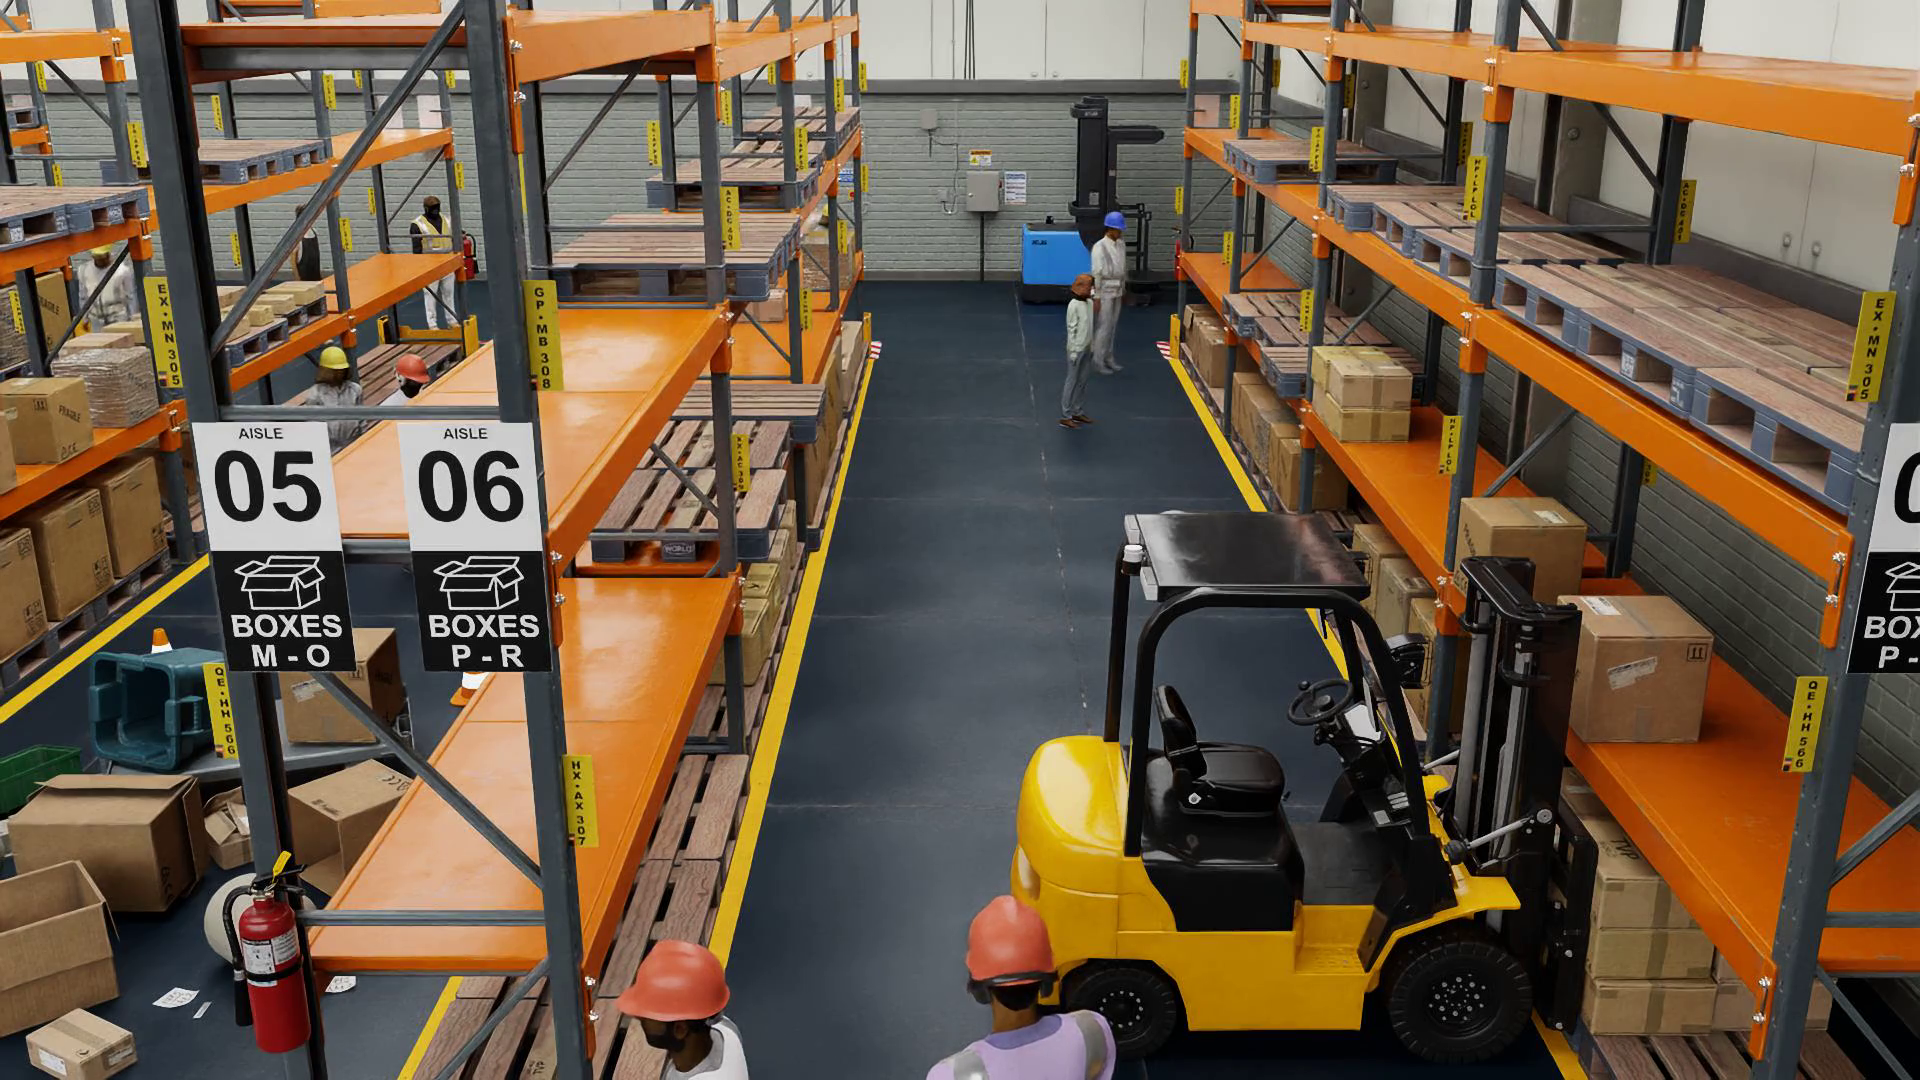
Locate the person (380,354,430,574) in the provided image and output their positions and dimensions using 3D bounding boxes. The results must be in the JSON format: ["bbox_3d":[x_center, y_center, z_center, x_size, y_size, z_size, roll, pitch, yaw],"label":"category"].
[{"bbox_3d":[-4.270,-0.604,13.098,0.337,1.743,0.562,6,19,18],"label":"person"}]

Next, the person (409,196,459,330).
[{"bbox_3d":[-7.003,-3.684,22.279,0.430,1.835,0.632,16,24,39],"label":"person"}]

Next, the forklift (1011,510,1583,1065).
[{"bbox_3d":[1.387,1.055,7.378,2.313,2.155,1.214,0,18,0],"label":"forklift"}]

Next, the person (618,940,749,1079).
[{"bbox_3d":[-0.763,2.025,4.844,0.361,1.939,0.542,-2,18,-5],"label":"person"}]

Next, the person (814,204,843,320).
[{"bbox_3d":[-1.729,-3.620,22.240,0.489,1.737,0.320,-8,20,-24],"label":"person"}]

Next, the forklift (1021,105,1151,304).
[{"bbox_3d":[1.857,-4.944,24.441,1.873,2.768,1.129,0,18,0],"label":"forklift"}]

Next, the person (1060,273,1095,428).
[{"bbox_3d":[1.260,-1.992,17.489,0.289,1.629,0.498,11,21,31],"label":"person"}]

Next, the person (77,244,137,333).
[{"bbox_3d":[-9.632,-2.542,18.845,0.611,1.812,0.441,-3,19,-9],"label":"person"}]

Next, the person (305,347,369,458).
[{"bbox_3d":[-4.983,-0.708,13.436,0.331,1.735,0.485,17,24,41],"label":"person"}]

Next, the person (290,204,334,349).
[{"bbox_3d":[-8.368,-3.388,21.369,0.344,1.840,0.505,6,19,16],"label":"person"}]

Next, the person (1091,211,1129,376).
[{"bbox_3d":[1.791,-2.956,19.897,0.408,1.944,0.618,13,22,34],"label":"person"}]

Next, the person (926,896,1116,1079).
[{"bbox_3d":[0.148,1.975,4.838,0.610,2.040,0.394,-11,21,-29],"label":"person"}]
